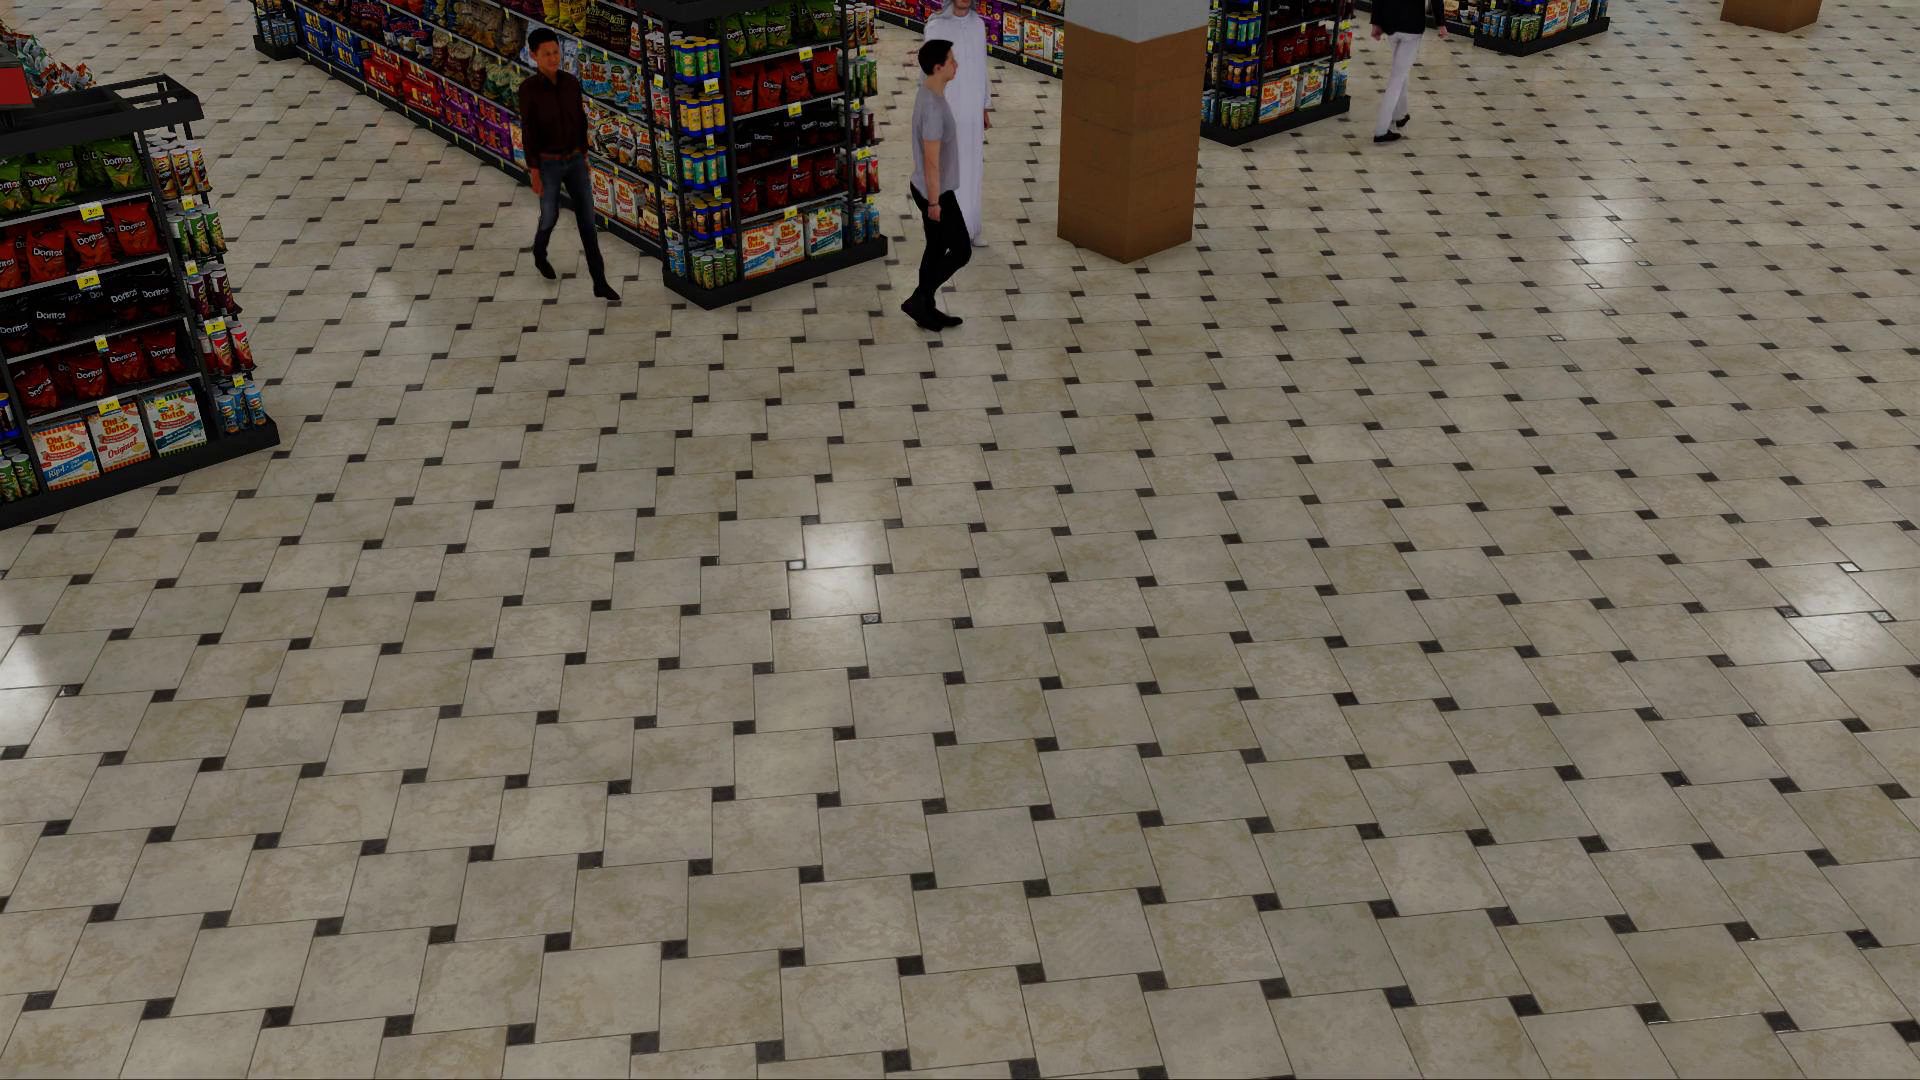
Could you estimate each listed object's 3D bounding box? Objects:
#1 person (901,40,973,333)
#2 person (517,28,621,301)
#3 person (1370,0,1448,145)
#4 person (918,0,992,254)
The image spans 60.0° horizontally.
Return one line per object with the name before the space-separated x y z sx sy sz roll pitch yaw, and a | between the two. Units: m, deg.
person | -0.242 -2.160 10.335 0.899 1.854 0.819 -2 32 -4
person | -2.693 -2.462 10.931 0.648 1.737 1.092 -23 39 -33
person | 3.548 -4.126 13.540 0.816 1.807 0.876 -25 40 -35
person | -0.026 -2.968 11.565 0.681 1.926 0.618 -23 39 -32
